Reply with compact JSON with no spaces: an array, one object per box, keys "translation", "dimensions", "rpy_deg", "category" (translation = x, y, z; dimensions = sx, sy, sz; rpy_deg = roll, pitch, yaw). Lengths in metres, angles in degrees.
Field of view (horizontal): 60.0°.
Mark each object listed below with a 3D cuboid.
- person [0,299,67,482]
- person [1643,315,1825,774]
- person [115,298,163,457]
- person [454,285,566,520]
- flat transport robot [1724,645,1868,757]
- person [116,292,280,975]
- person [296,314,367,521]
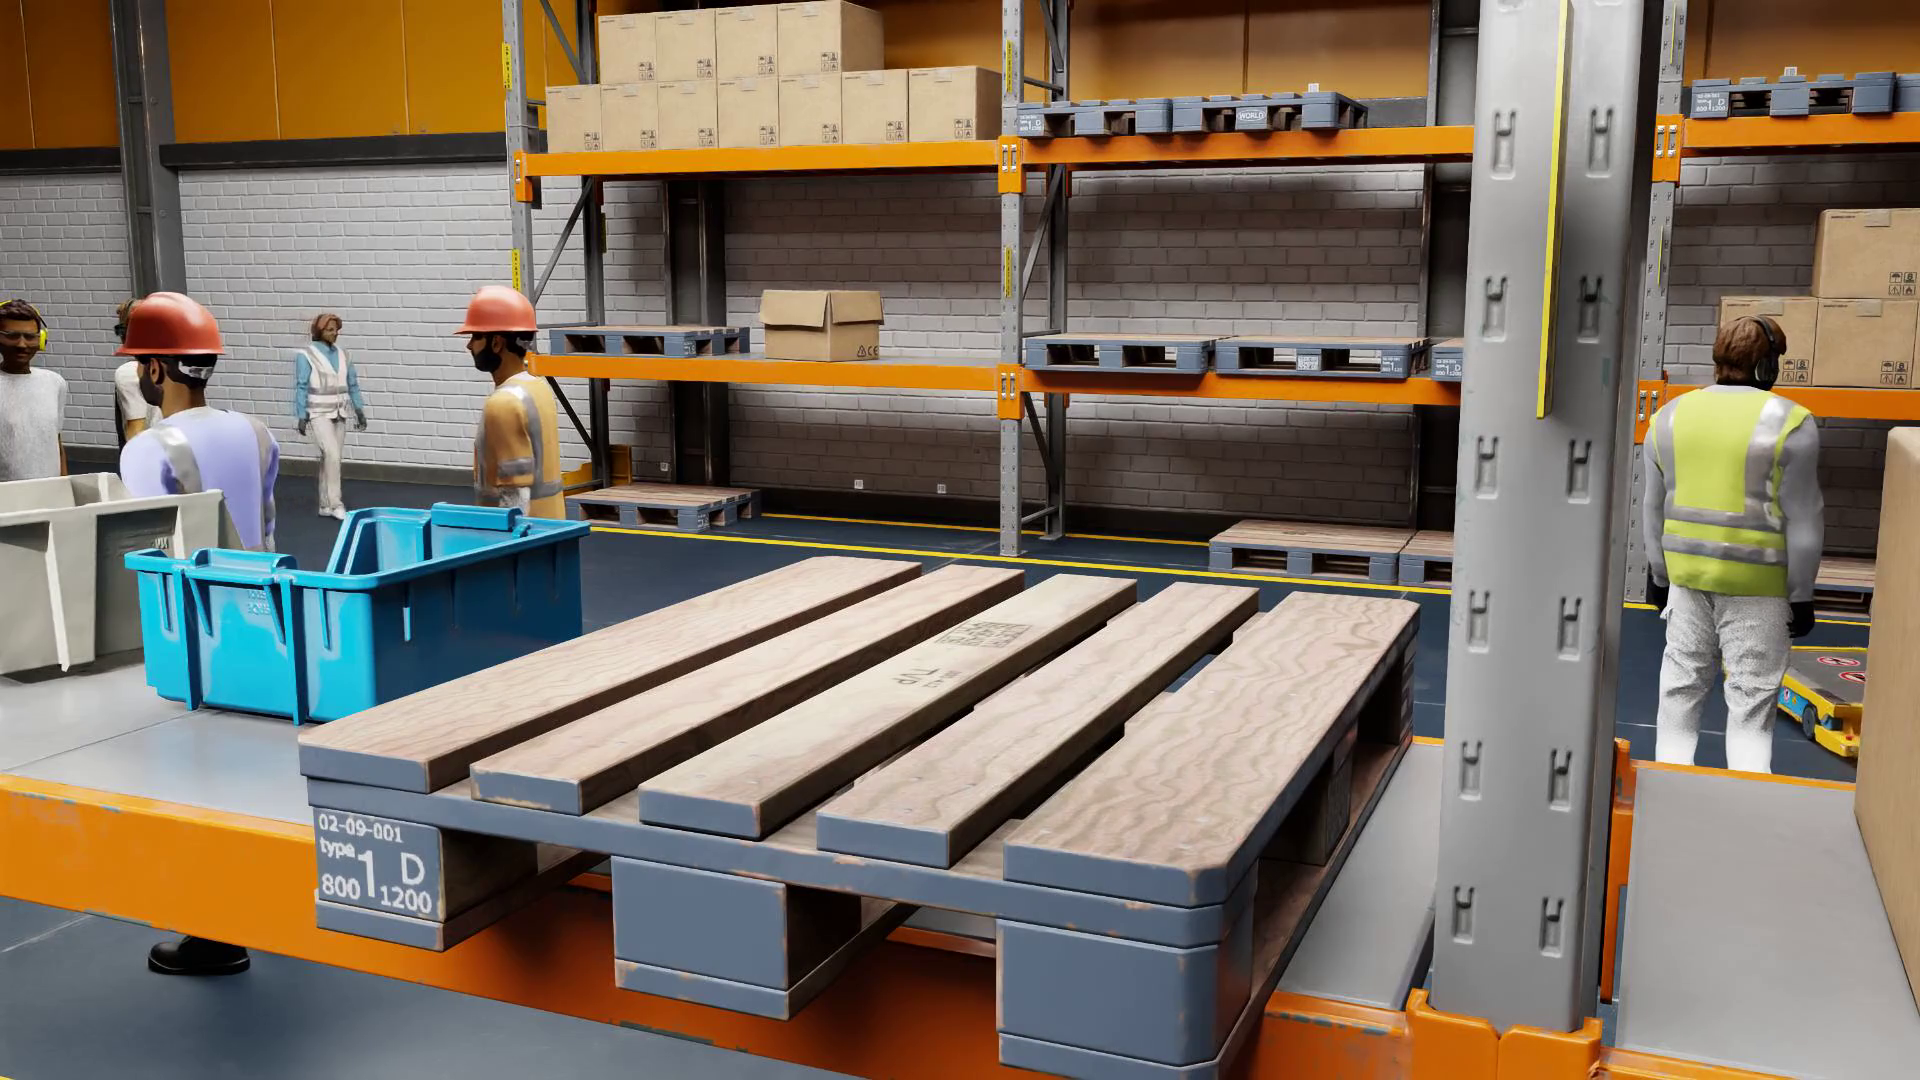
[{"translation":[-4.093,-0.119,7.320],"dimensions":[0.335,1.864,0.521],"rpy_deg":[4,10,22],"category":"person"},{"translation":[2.683,0.149,5.774],"dimensions":[0.429,1.845,0.619],"rpy_deg":[-6,11,-33],"category":"person"},{"translation":[-4.111,-0.307,8.499],"dimensions":[0.334,1.843,0.513],"rpy_deg":[1,10,8],"category":"person"},{"translation":[-1.666,0.026,6.223],"dimensions":[0.371,1.939,0.543],"rpy_deg":[0,9,-1],"category":"person"},{"translation":[3.942,0.677,7.306],"dimensions":[0.652,0.197,1.431],"rpy_deg":[1,10,6],"category":"flat transport robot"},{"translation":[-2.168,0.273,4.744],"dimensions":[0.364,1.939,0.542],"rpy_deg":[3,10,15],"category":"person"},{"translation":[-4.868,-0.950,13.000],"dimensions":[0.606,1.615,0.539],"rpy_deg":[5,11,25],"category":"person"}]
